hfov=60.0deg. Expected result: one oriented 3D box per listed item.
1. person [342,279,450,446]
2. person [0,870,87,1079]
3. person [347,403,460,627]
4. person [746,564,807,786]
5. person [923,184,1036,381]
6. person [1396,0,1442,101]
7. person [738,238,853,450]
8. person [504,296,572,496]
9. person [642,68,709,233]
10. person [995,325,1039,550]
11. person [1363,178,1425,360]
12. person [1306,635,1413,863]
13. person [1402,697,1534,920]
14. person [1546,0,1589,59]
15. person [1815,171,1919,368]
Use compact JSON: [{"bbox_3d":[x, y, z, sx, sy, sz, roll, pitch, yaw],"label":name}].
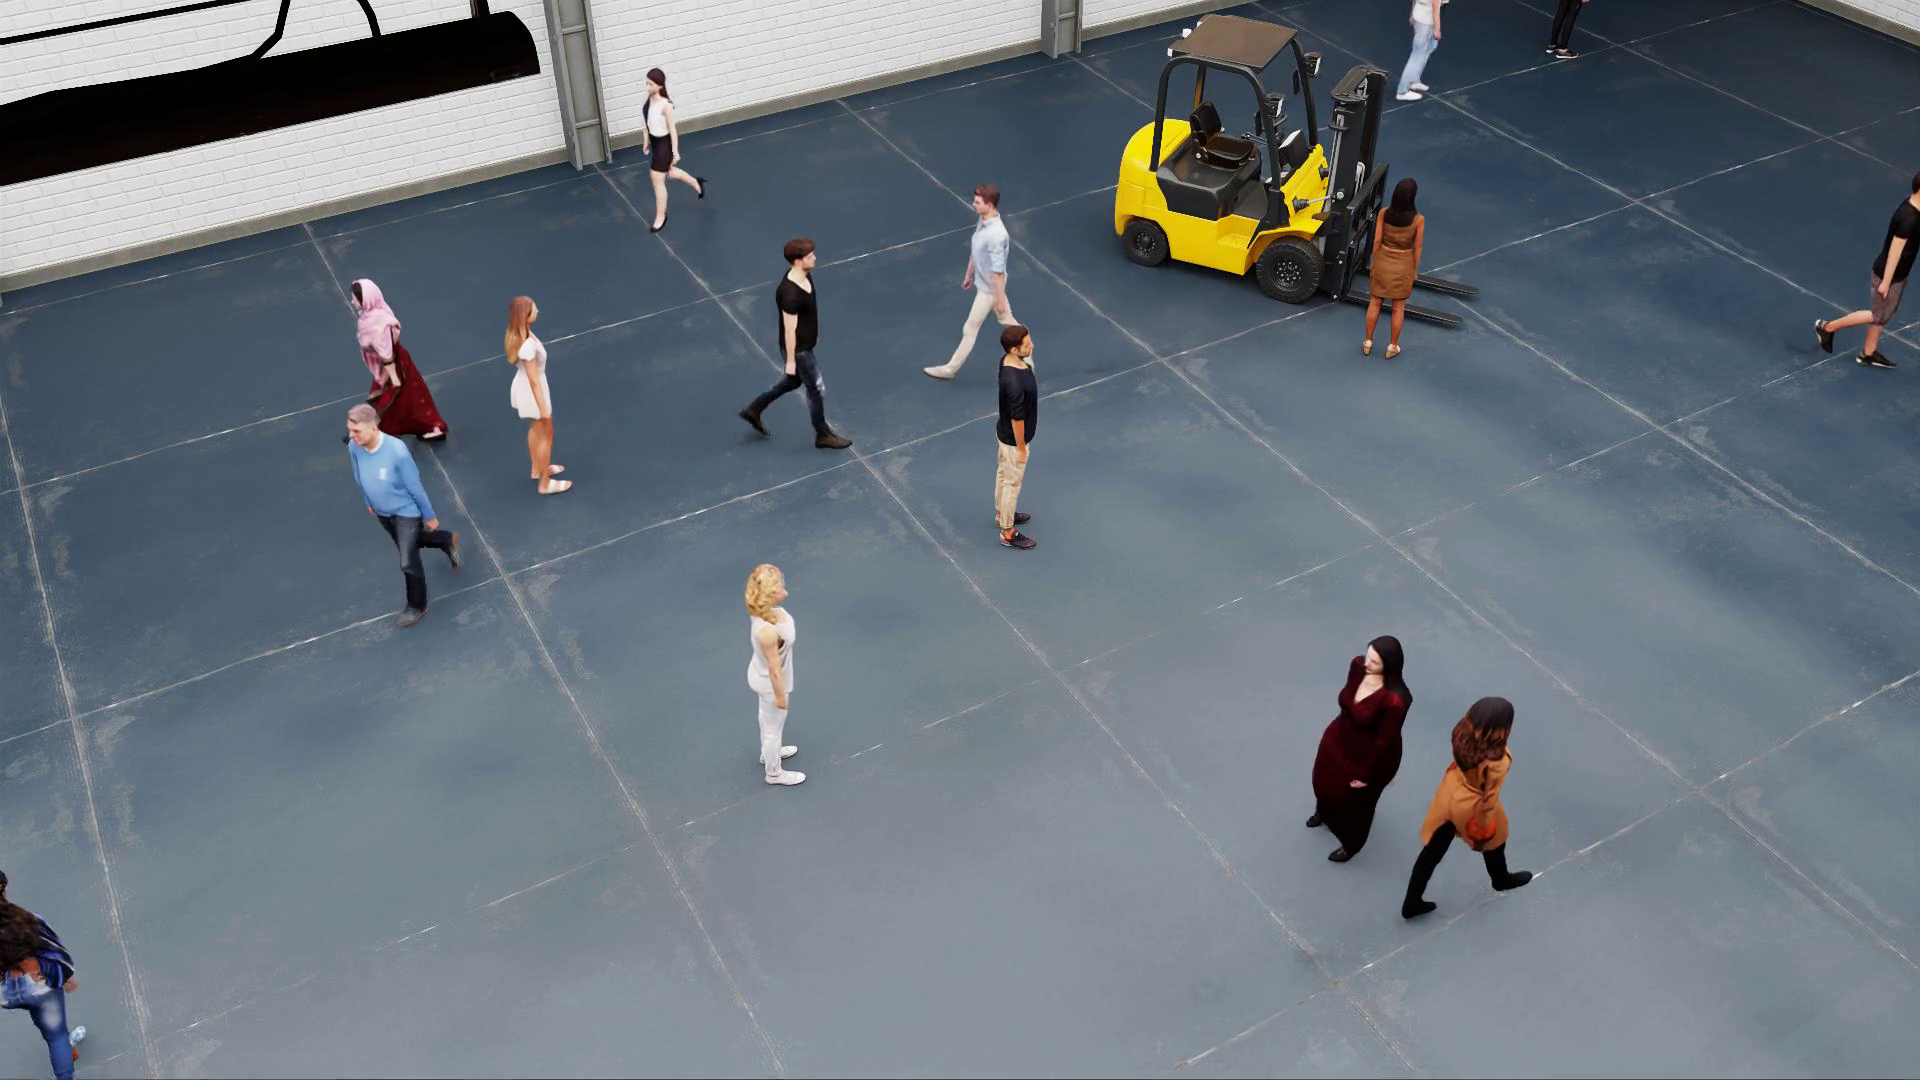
[{"bbox_3d":[-4.449,-1.385,13.232,1.152,1.584,0.901,-4,39,-5],"label":"person"},{"bbox_3d":[-4.796,2.364,8.529,1.043,1.594,0.903,-10,40,-13],"label":"person"},{"bbox_3d":[-3.885,-0.274,11.682,1.072,1.782,1.193,12,40,15],"label":"person"},{"bbox_3d":[-1.185,0.831,10.386,0.634,1.672,0.650,-9,39,-11],"label":"person"},{"bbox_3d":[0.341,-2.128,13.992,1.304,1.796,0.990,-4,39,-6],"label":"person"},{"bbox_3d":[5.086,-5.784,18.541,0.814,1.833,0.796,-3,39,-4],"label":"person"},{"bbox_3d":[-1.377,-1.529,13.187,1.277,1.866,1.106,2,39,2],"label":"person"},{"bbox_3d":[-3.308,-1.124,12.820,0.541,1.690,0.576,-17,42,-20],"label":"person"},{"bbox_3d":[-2.852,-3.846,16.282,1.052,1.624,0.702,-31,48,-33],"label":"person"},{"bbox_3d":[0.390,-0.782,12.256,0.672,1.859,0.703,-4,39,-4],"label":"person"},{"bbox_3d":[3.734,-2.339,14.342,0.647,1.690,0.681,15,41,18],"label":"person"},{"bbox_3d":[2.448,1.229,9.827,0.623,1.748,0.668,-15,41,-18],"label":"person"},{"bbox_3d":[2.800,1.565,9.455,1.116,1.687,0.828,-13,41,-16],"label":"person"},{"bbox_3d":[7.252,-6.535,19.633,0.534,1.643,0.582,-13,40,-16],"label":"person"},{"bbox_3d":[7.881,-2.327,14.201,0.982,1.846,1.021,22,44,25],"label":"person"}]
